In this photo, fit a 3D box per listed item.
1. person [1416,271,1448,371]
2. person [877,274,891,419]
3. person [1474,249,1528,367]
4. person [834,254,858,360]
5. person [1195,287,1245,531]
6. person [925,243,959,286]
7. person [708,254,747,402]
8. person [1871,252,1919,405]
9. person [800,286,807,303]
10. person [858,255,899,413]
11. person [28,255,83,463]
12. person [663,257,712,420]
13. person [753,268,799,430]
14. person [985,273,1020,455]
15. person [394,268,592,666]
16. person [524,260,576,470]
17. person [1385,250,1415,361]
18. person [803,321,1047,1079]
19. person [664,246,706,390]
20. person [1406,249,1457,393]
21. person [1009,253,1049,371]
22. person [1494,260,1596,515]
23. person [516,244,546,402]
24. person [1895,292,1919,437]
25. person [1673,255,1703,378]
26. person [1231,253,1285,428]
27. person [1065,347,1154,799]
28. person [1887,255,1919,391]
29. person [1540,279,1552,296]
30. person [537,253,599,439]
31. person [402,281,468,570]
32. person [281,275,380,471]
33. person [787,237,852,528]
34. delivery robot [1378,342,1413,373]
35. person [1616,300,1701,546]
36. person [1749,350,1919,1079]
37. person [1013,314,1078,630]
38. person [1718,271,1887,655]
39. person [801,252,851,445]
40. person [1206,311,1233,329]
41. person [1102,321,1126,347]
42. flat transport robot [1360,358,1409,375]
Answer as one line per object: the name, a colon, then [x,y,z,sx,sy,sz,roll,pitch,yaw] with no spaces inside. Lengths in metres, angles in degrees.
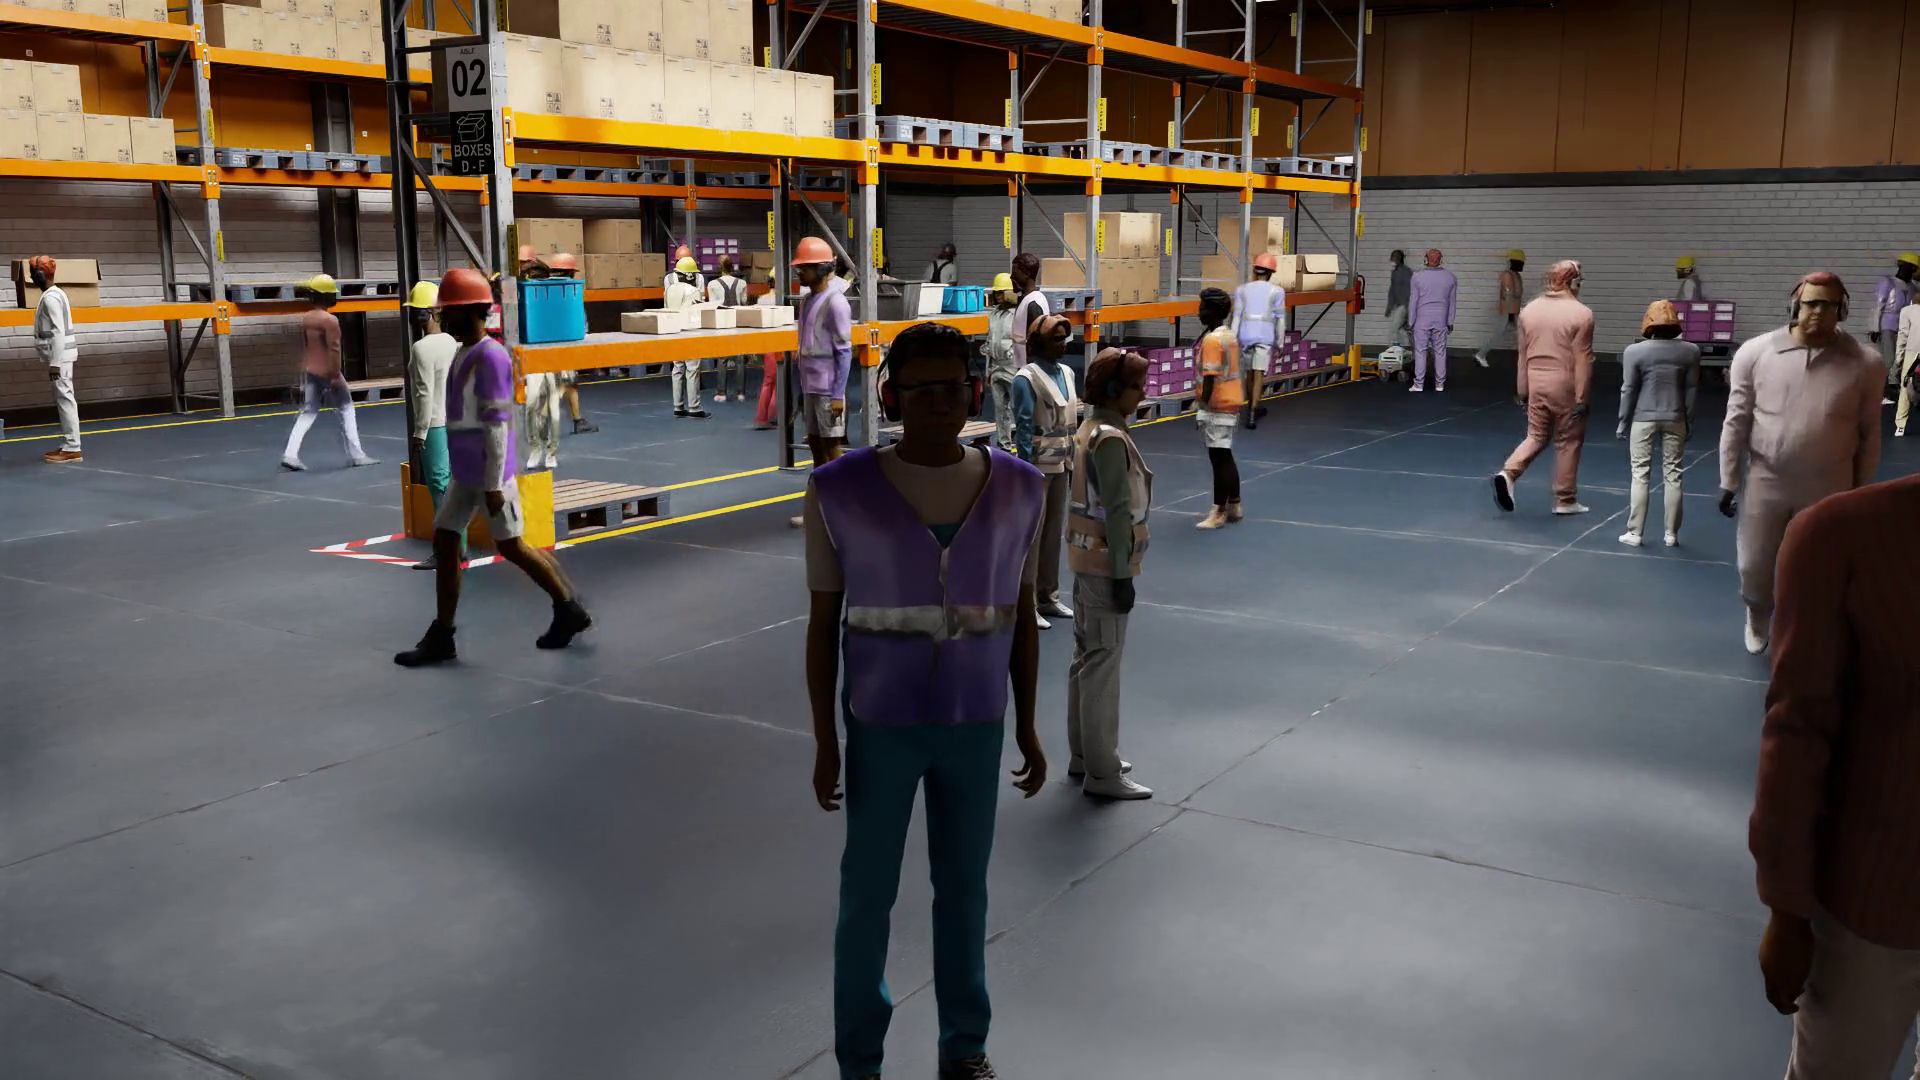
person: [7.325,-3.555,25.853,0.586,1.845,0.924,4,11,22]
person: [-0.920,-2.203,18.949,0.311,1.638,0.521,-4,11,-22]
person: [8.694,-3.672,26.417,0.948,1.889,0.586,10,14,43]
person: [-1.920,-3.807,27.399,0.629,1.808,0.899,4,11,23]
person: [1.819,-0.914,11.663,0.341,1.694,0.634,4,11,19]
person: [-0.344,-4.132,28.525,0.704,2.000,0.747,7,13,35]
person: [-2.910,-2.649,20.860,0.530,1.842,0.359,-4,11,-23]
person: [11.485,-2.572,20.364,0.663,1.866,0.595,-5,11,-24]
person: [-1.683,-2.456,19.789,0.430,1.845,0.619,1,10,6]
person: [-0.919,-2.391,19.429,0.619,1.845,0.430,2,10,9]
person: [-8.244,-1.642,15.163,0.360,1.884,0.574,-5,11,-25]
person: [-3.074,-2.276,18.817,0.600,1.831,0.404,9,13,40]
person: [-1.946,-2.046,17.782,0.626,1.737,0.544,-8,13,-37]
person: [0.407,-1.481,14.678,0.346,1.737,0.485,-10,14,-44]
person: [-2.267,-0.360,8.028,0.954,1.898,0.554,-7,13,-35]
person: [-3.657,-1.535,14.684,0.512,1.852,0.571,-2,11,-13]
person: [7.094,-3.719,26.760,0.899,1.867,0.650,0,10,-1]
person: [-0.076,0.425,3.813,0.565,1.847,0.396,-3,11,-18]
person: [-3.686,-2.973,22.378,0.544,1.943,0.347,-1,10,-6]
person: [6.254,-2.909,22.123,0.653,1.906,0.408,-1,10,-4]
person: [0.584,-1.362,13.517,0.372,1.916,0.597,-1,10,-4]
person: [4.313,-1.097,12.152,0.737,1.886,0.649,-6,12,-30]
person: [-5.434,-2.730,20.948,0.633,1.970,0.852,5,11,25]
person: [9.897,-1.862,17.101,0.498,1.629,0.276,5,11,25]
person: [10.586,-3.257,24.370,0.747,1.790,0.642,5,11,27]
person: [3.222,-2.166,18.101,0.590,1.877,1.020,4,11,23]
person: [0.539,0.117,6.097,0.310,1.640,0.514,-1,10,-6]
person: [12.746,-2.904,22.332,0.588,1.822,0.403,-6,12,-30]
person: [8.023,-2.831,22.449,0.501,1.632,0.286,-4,11,-20]
person: [-4.112,-1.988,17.060,0.545,1.902,0.921,9,13,40]
person: [-3.248,-0.703,10.278,0.309,1.772,0.525,1,10,3]
person: [-5.622,-1.470,14.652,0.529,1.724,0.880,8,13,36]
person: [-0.983,-1.058,11.485,0.391,2.040,0.614,-6,12,-30]
delivery robot: [6.279,-2.612,23.962,0.477,0.478,0.707,5,11,28]
person: [4.612,-0.767,11.010,0.498,1.633,0.280,1,10,6]
person: [1.555,0.564,2.630,0.611,1.996,0.378,-1,10,-5]
person: [0.452,-0.363,8.756,0.307,1.639,0.525,7,12,33]
person: [3.808,-0.274,7.565,0.655,1.889,0.712,5,11,25]
person: [-1.308,-1.901,16.446,0.628,1.940,0.373,8,13,38]
person: [3.846,-3.295,24.483,0.529,1.838,0.856,8,13,37]
person: [2.912,-4.611,31.465,0.628,1.940,0.373,-1,10,-7]
flat transport robot: [6.096,-2.633,25.125,0.652,0.197,1.431,-9,13,-39]
